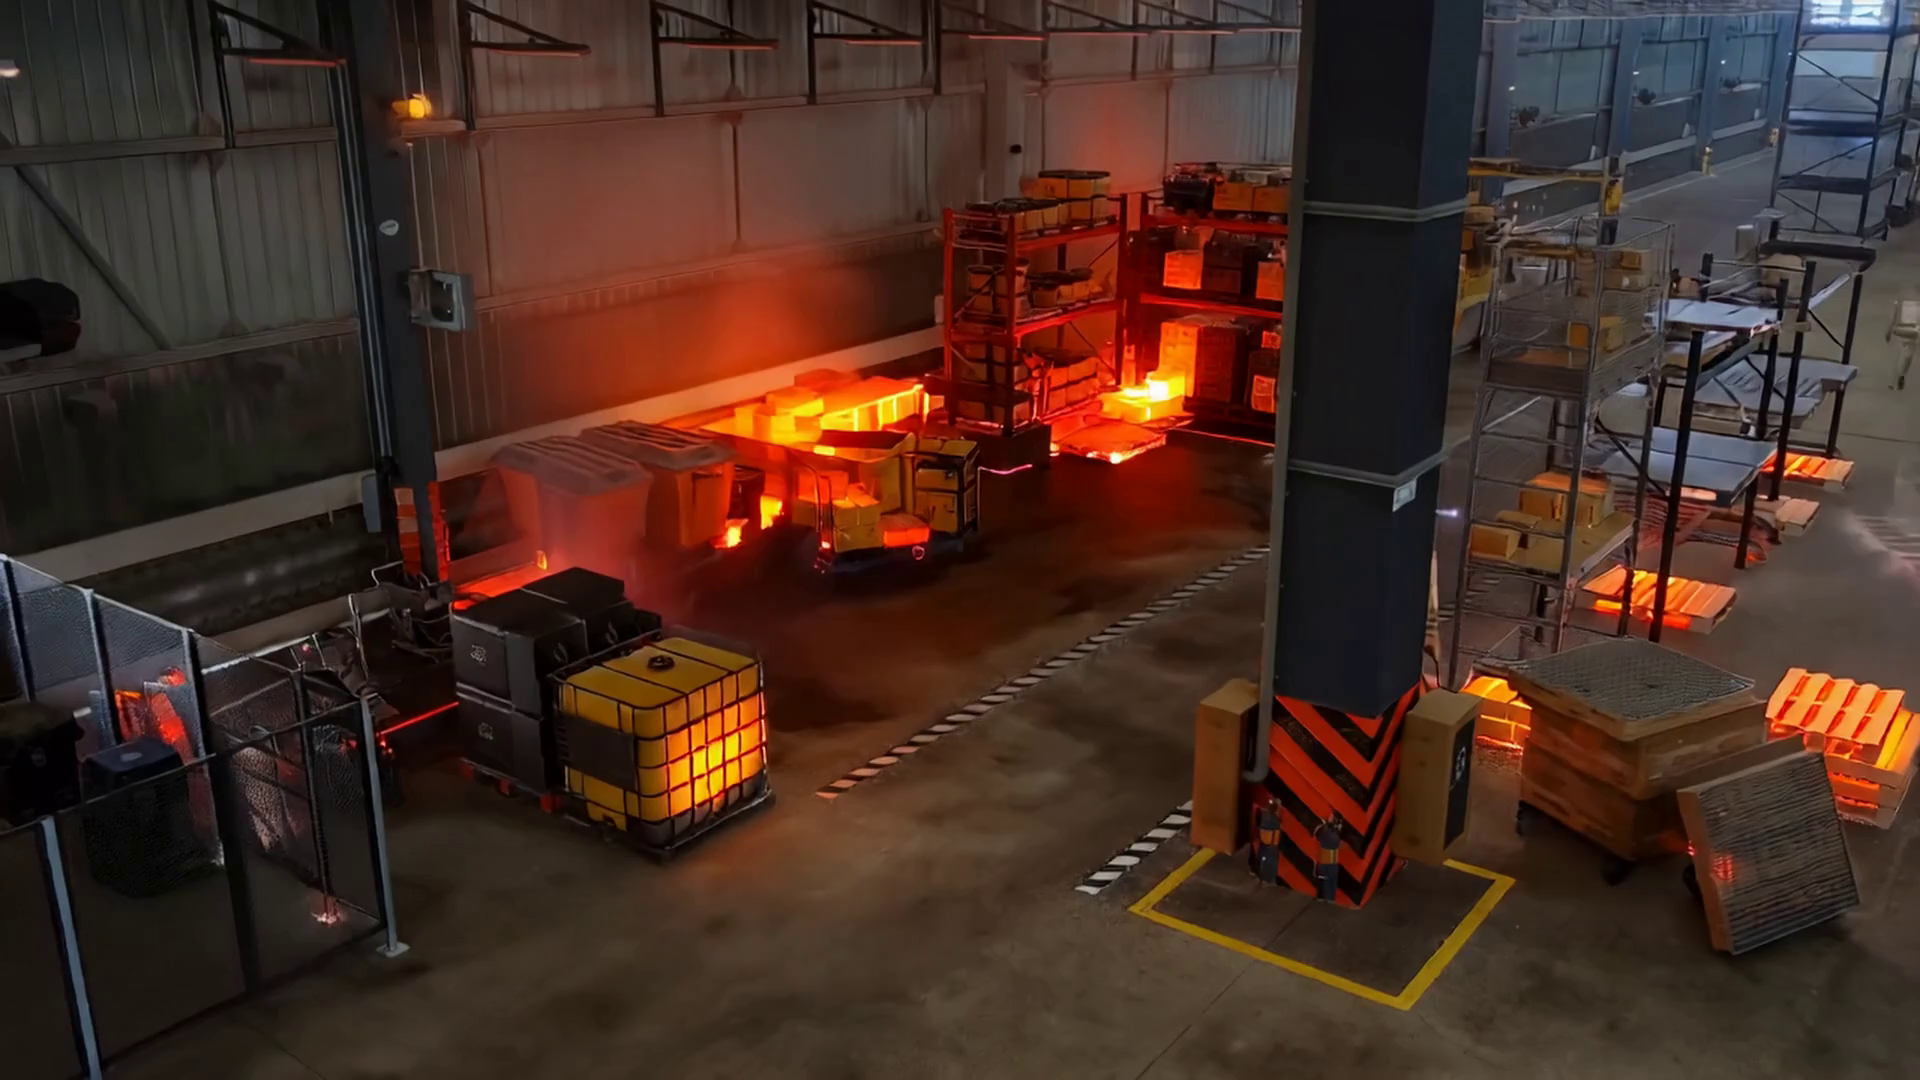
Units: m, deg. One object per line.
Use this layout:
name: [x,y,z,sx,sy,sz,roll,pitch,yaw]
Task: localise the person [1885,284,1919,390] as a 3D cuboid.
person: [14.115,-3.015,24.822,0.540,1.620,0.407,10,21,29]
